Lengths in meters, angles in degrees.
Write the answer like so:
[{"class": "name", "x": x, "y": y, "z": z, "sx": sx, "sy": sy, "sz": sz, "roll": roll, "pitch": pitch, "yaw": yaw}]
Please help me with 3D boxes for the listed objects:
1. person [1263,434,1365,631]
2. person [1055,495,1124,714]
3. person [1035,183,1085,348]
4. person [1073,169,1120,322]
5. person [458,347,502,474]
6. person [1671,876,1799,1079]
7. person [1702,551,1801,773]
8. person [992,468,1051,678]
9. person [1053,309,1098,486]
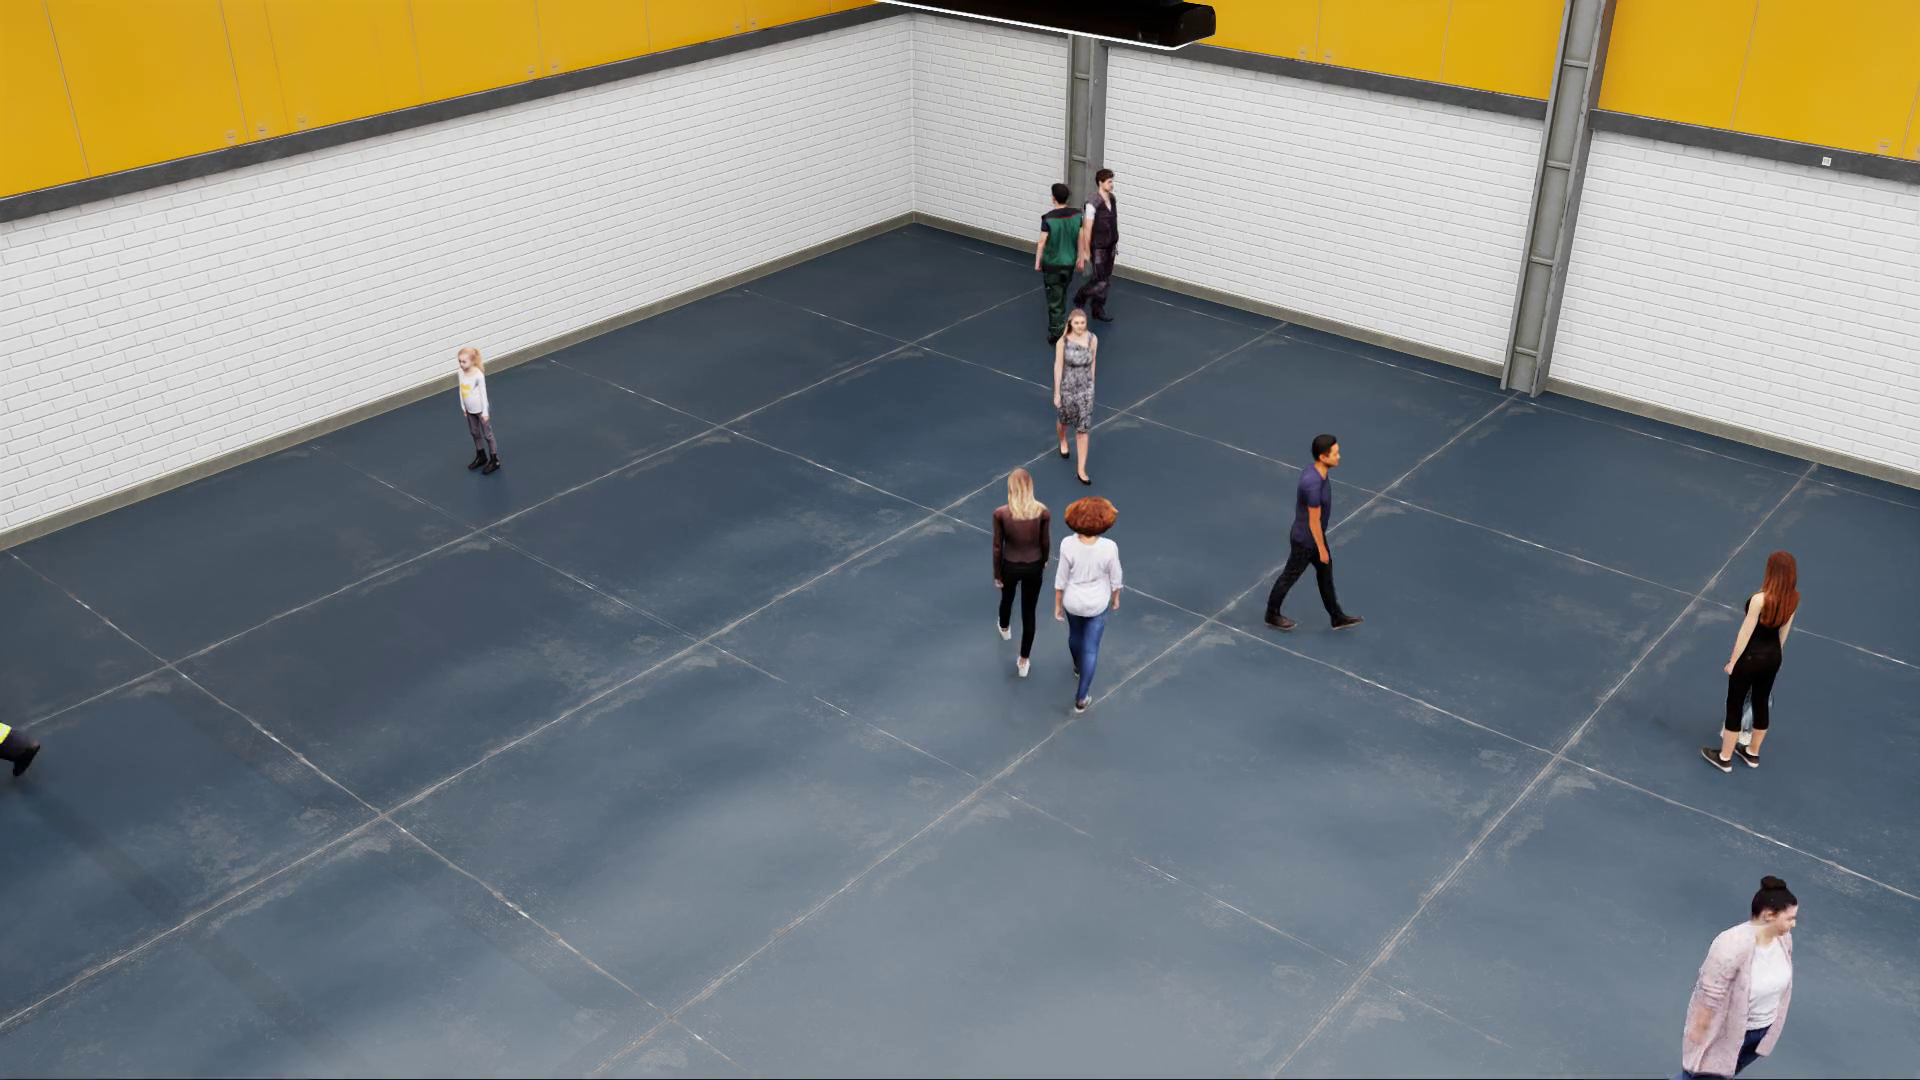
[{"class": "person", "x": 2.707, "y": -0.031, "z": 13.356, "sx": 1.104, "sy": 1.757, "sz": 0.847, "roll": 12, "pitch": 31, "yaw": 21}, {"class": "person", "x": 0.945, "y": 0.502, "z": 12.462, "sx": 1.053, "sy": 1.677, "sz": 0.965, "roll": 8, "pitch": 30, "yaw": 14}, {"class": "person", "x": 1.162, "y": -3.077, "z": 18.804, "sx": 0.848, "sy": 1.887, "sz": 0.910, "roll": -15, "pitch": 32, "yaw": -25}, {"class": "person", "x": 1.586, "y": -3.475, "z": 19.581, "sx": 0.704, "sy": 1.841, "sz": 0.642, "roll": 21, "pitch": 35, "yaw": 33}, {"class": "person", "x": -4.678, "y": -1.279, "z": 16.145, "sx": 0.472, "sy": 1.277, "sz": 0.575, "roll": 14, "pitch": 32, "yaw": 25}, {"class": "person", "x": 4.017, "y": 2.504, "z": 8.749, "sx": 0.876, "sy": 1.719, "sz": 0.837, "roll": -5, "pitch": 29, "yaw": -10}, {"class": "person", "x": 5.644, "y": 0.858, "z": 11.761, "sx": 0.638, "sy": 1.724, "sz": 0.661, "roll": -10, "pitch": 30, "yaw": -18}, {"class": "person", "x": 0.484, "y": 0.289, "z": 12.862, "sx": 1.018, "sy": 1.667, "sz": 1.048, "roll": 0, "pitch": 29, "yaw": 0}, {"class": "person", "x": 1.082, "y": -1.454, "z": 16.074, "sx": 1.072, "sy": 1.653, "sz": 1.163, "roll": -4, "pitch": 29, "yaw": -7}]
